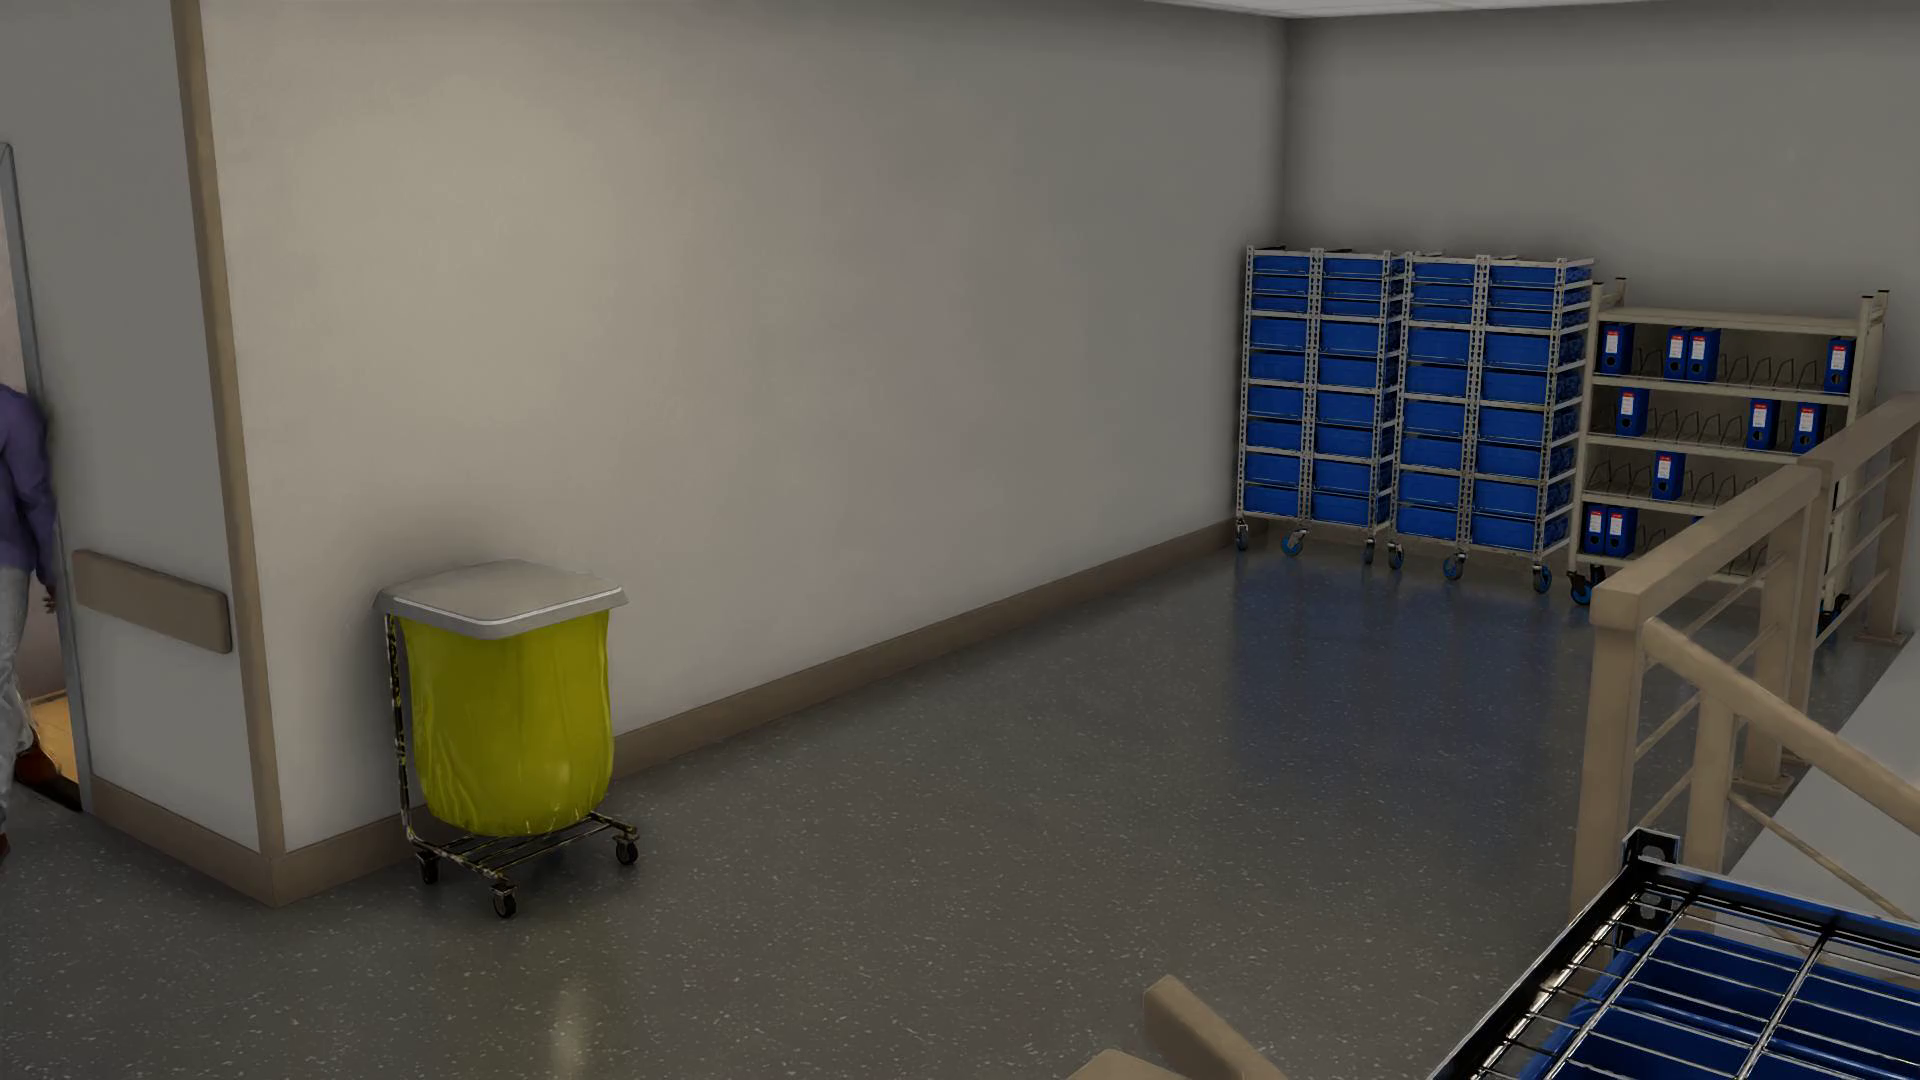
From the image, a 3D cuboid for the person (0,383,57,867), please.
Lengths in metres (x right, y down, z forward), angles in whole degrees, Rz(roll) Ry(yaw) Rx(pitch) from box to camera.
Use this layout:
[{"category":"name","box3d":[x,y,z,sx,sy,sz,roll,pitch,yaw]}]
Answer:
[{"category":"person","box3d":[-3.352,0.095,5.622,0.645,1.875,1.051,-4,14,-14]}]
